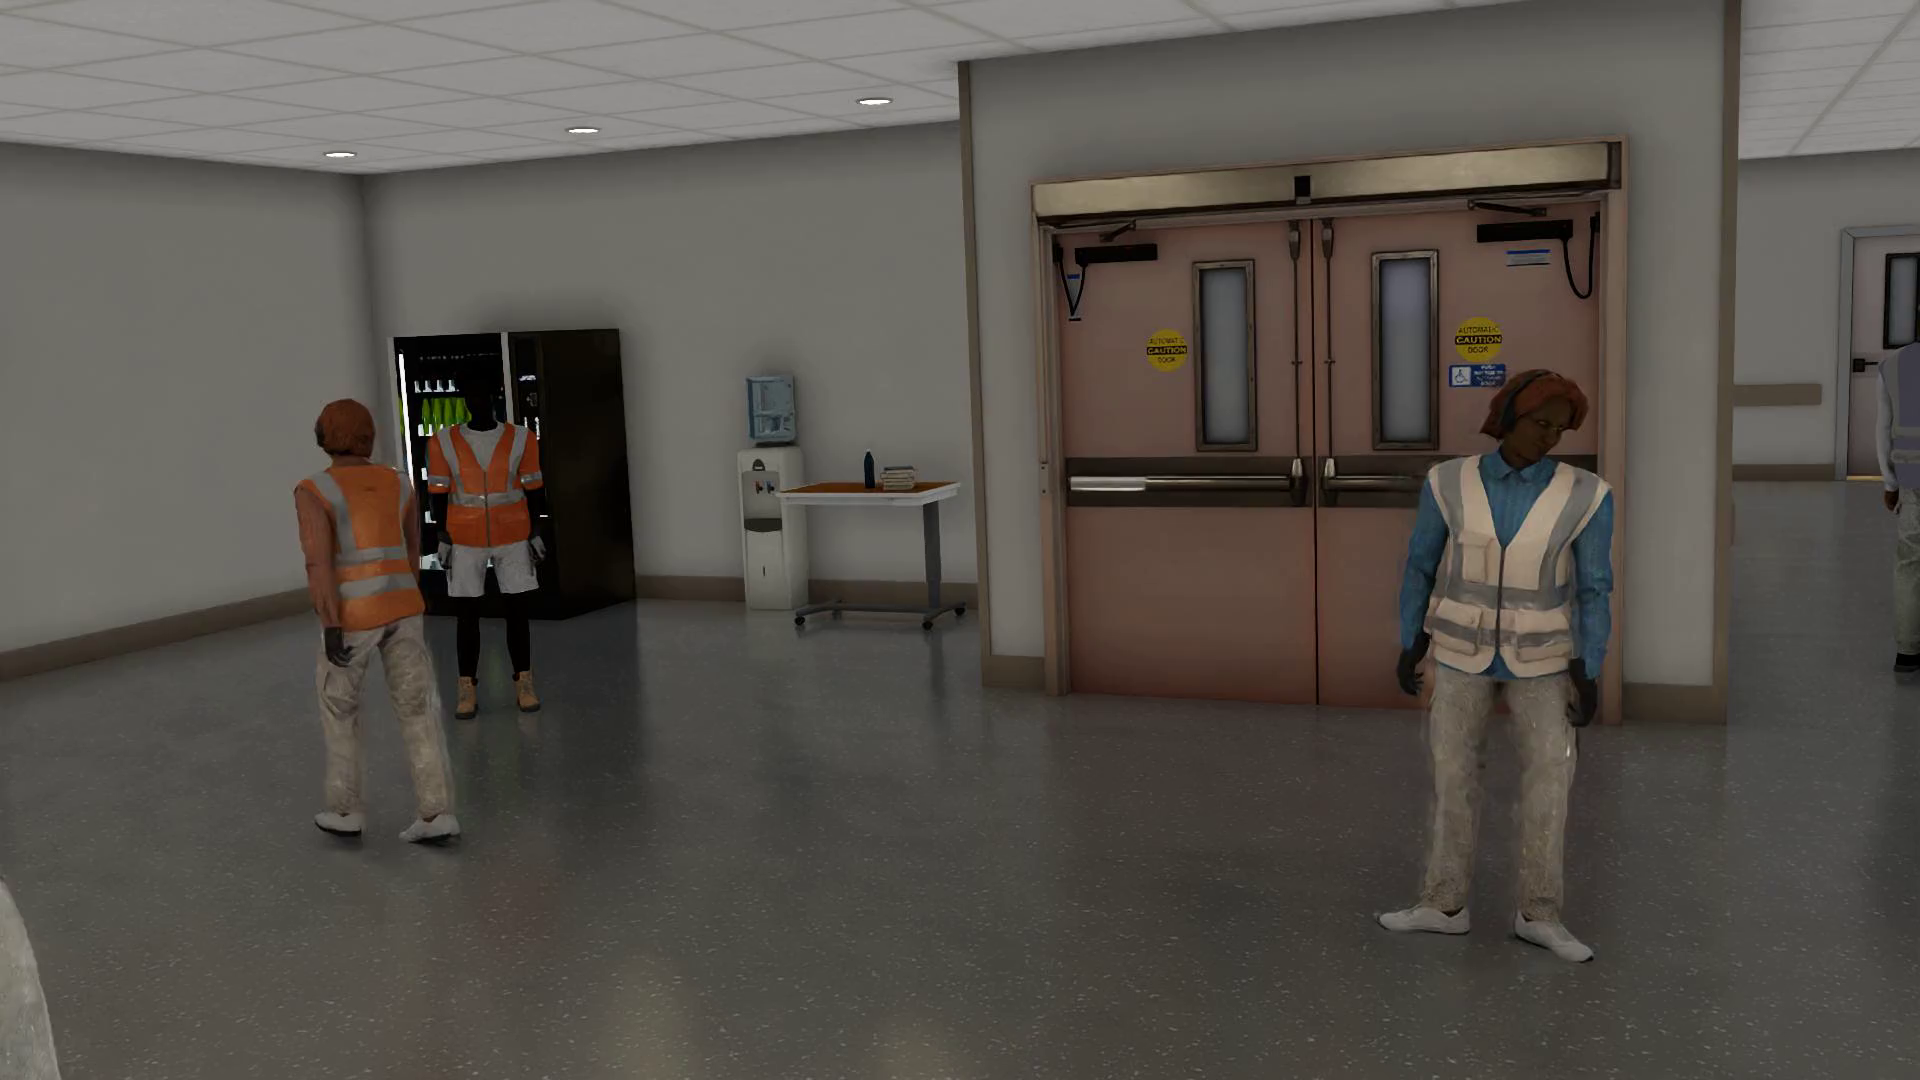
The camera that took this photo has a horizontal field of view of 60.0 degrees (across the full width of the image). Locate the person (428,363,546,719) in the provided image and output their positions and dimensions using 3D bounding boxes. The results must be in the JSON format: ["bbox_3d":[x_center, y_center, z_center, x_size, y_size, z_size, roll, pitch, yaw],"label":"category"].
[{"bbox_3d":[-2.258,0.001,7.985,0.534,1.697,0.322,-4,8,-16],"label":"person"}]

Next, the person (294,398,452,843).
[{"bbox_3d":[-2.130,0.298,5.994,0.720,1.605,0.533,3,9,36],"label":"person"}]

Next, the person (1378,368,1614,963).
[{"bbox_3d":[1.427,0.346,4.526,0.645,1.611,0.321,1,8,27],"label":"person"}]

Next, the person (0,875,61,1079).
[{"bbox_3d":[-2.170,0.649,3.309,0.768,1.607,0.514,-3,7,-8],"label":"person"}]

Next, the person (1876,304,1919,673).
[{"bbox_3d":[4.481,-0.280,7.557,0.404,1.829,0.592,-6,8,-26],"label":"person"}]
